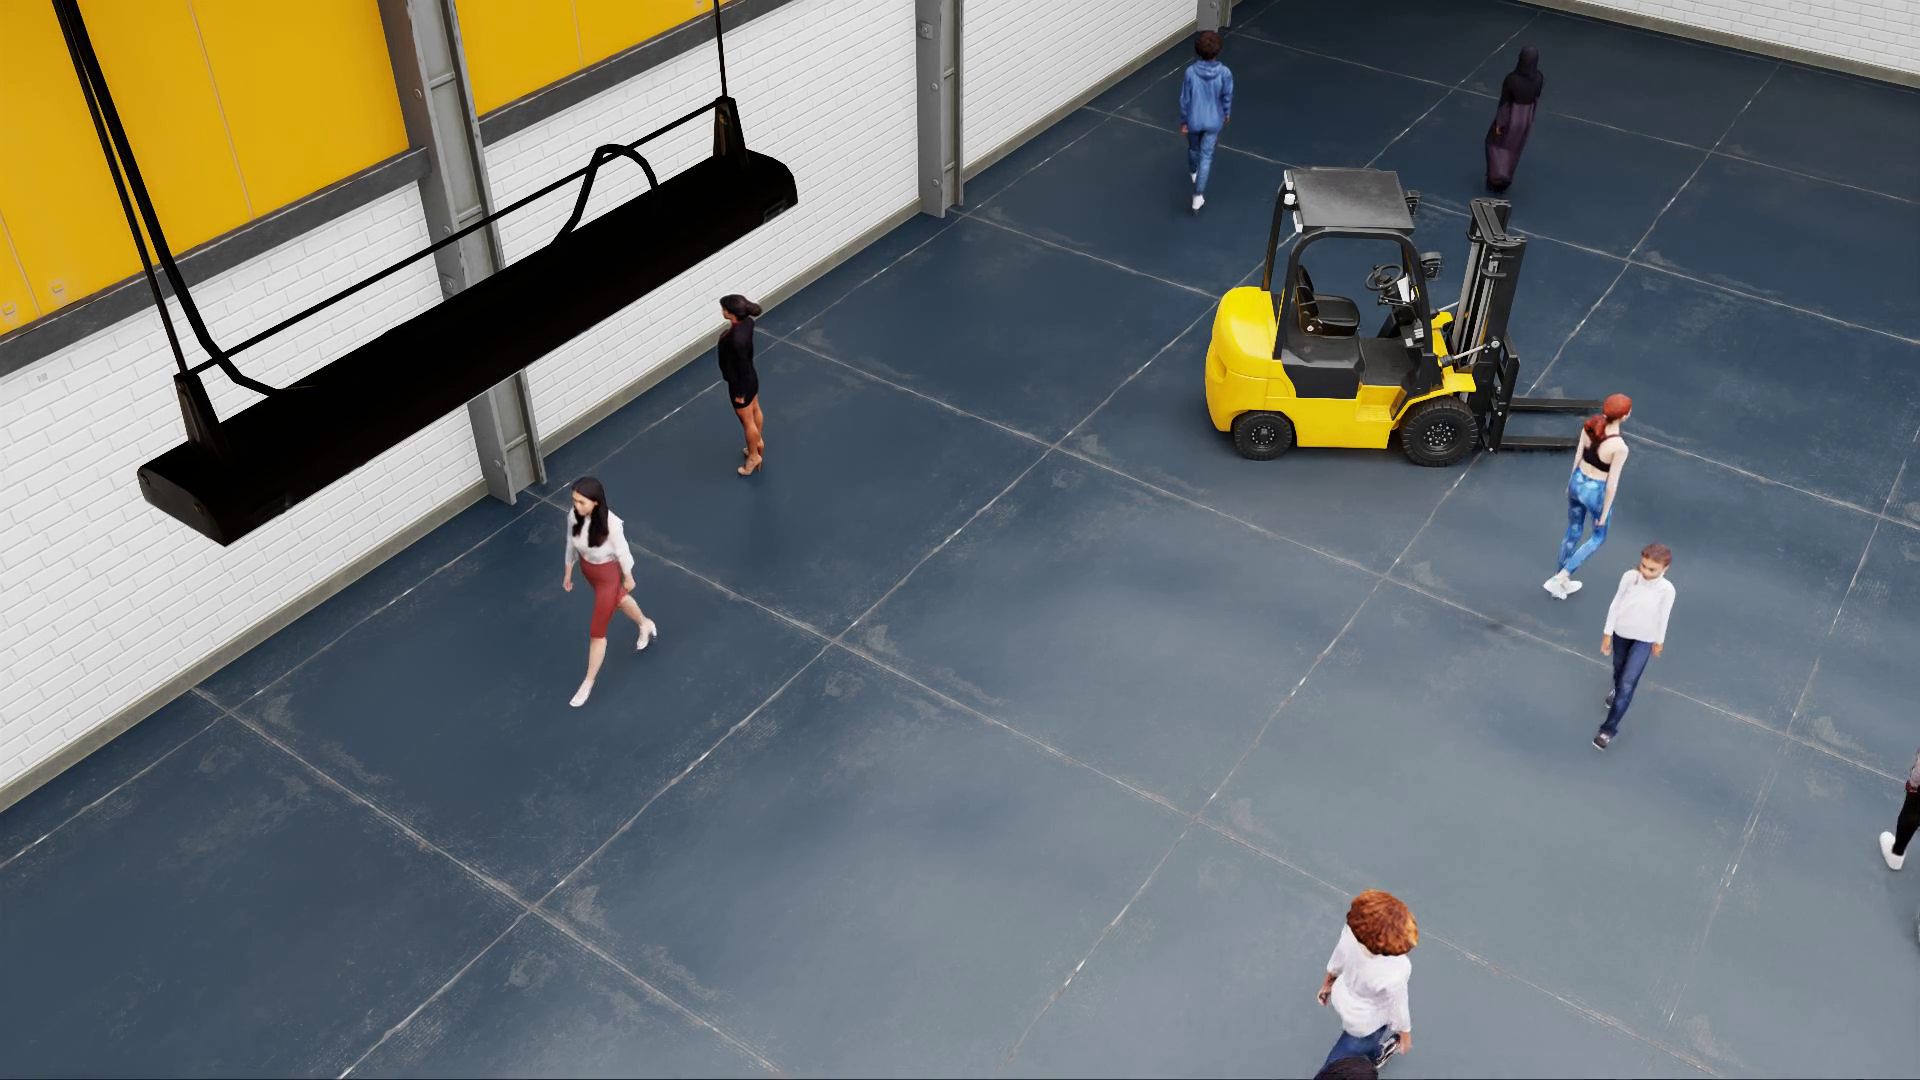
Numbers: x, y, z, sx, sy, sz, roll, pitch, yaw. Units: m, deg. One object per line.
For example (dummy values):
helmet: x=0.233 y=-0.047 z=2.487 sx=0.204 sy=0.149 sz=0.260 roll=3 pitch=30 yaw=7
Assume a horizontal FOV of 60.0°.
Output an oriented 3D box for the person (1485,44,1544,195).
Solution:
person: x=5.770 y=-4.340 z=17.259 sx=0.819 sy=1.606 sz=0.898 roll=-2 pitch=39 yaw=-3

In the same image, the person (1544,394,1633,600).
person: x=4.470 y=-0.263 z=12.019 sx=0.803 sy=1.774 sz=0.704 roll=-21 pitch=43 yaw=-24

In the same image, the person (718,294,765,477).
person: x=-1.740 y=-1.262 z=13.377 sx=0.748 sy=1.639 sz=0.682 roll=5 pitch=39 yaw=6

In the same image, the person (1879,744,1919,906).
person: x=5.887 y=1.472 z=9.862 sx=0.897 sy=1.755 sz=1.106 roll=6 pitch=39 yaw=8

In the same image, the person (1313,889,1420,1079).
person: x=2.004 y=2.478 z=8.666 sx=1.175 sy=1.676 sz=1.017 roll=-15 pitch=41 yaw=-18

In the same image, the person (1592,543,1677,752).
person: x=4.555 y=0.590 z=11.155 sx=0.608 sy=1.519 sz=1.056 roll=28 pitch=46 yaw=30

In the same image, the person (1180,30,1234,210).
person: x=2.500 y=-4.258 z=17.032 sx=0.922 sy=1.760 sz=1.258 roll=11 pitch=40 yaw=13

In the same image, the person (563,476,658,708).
person: x=-2.399 y=0.250 z=11.446 sx=0.601 sy=1.688 sz=1.132 roll=23 pitch=44 yaw=26
